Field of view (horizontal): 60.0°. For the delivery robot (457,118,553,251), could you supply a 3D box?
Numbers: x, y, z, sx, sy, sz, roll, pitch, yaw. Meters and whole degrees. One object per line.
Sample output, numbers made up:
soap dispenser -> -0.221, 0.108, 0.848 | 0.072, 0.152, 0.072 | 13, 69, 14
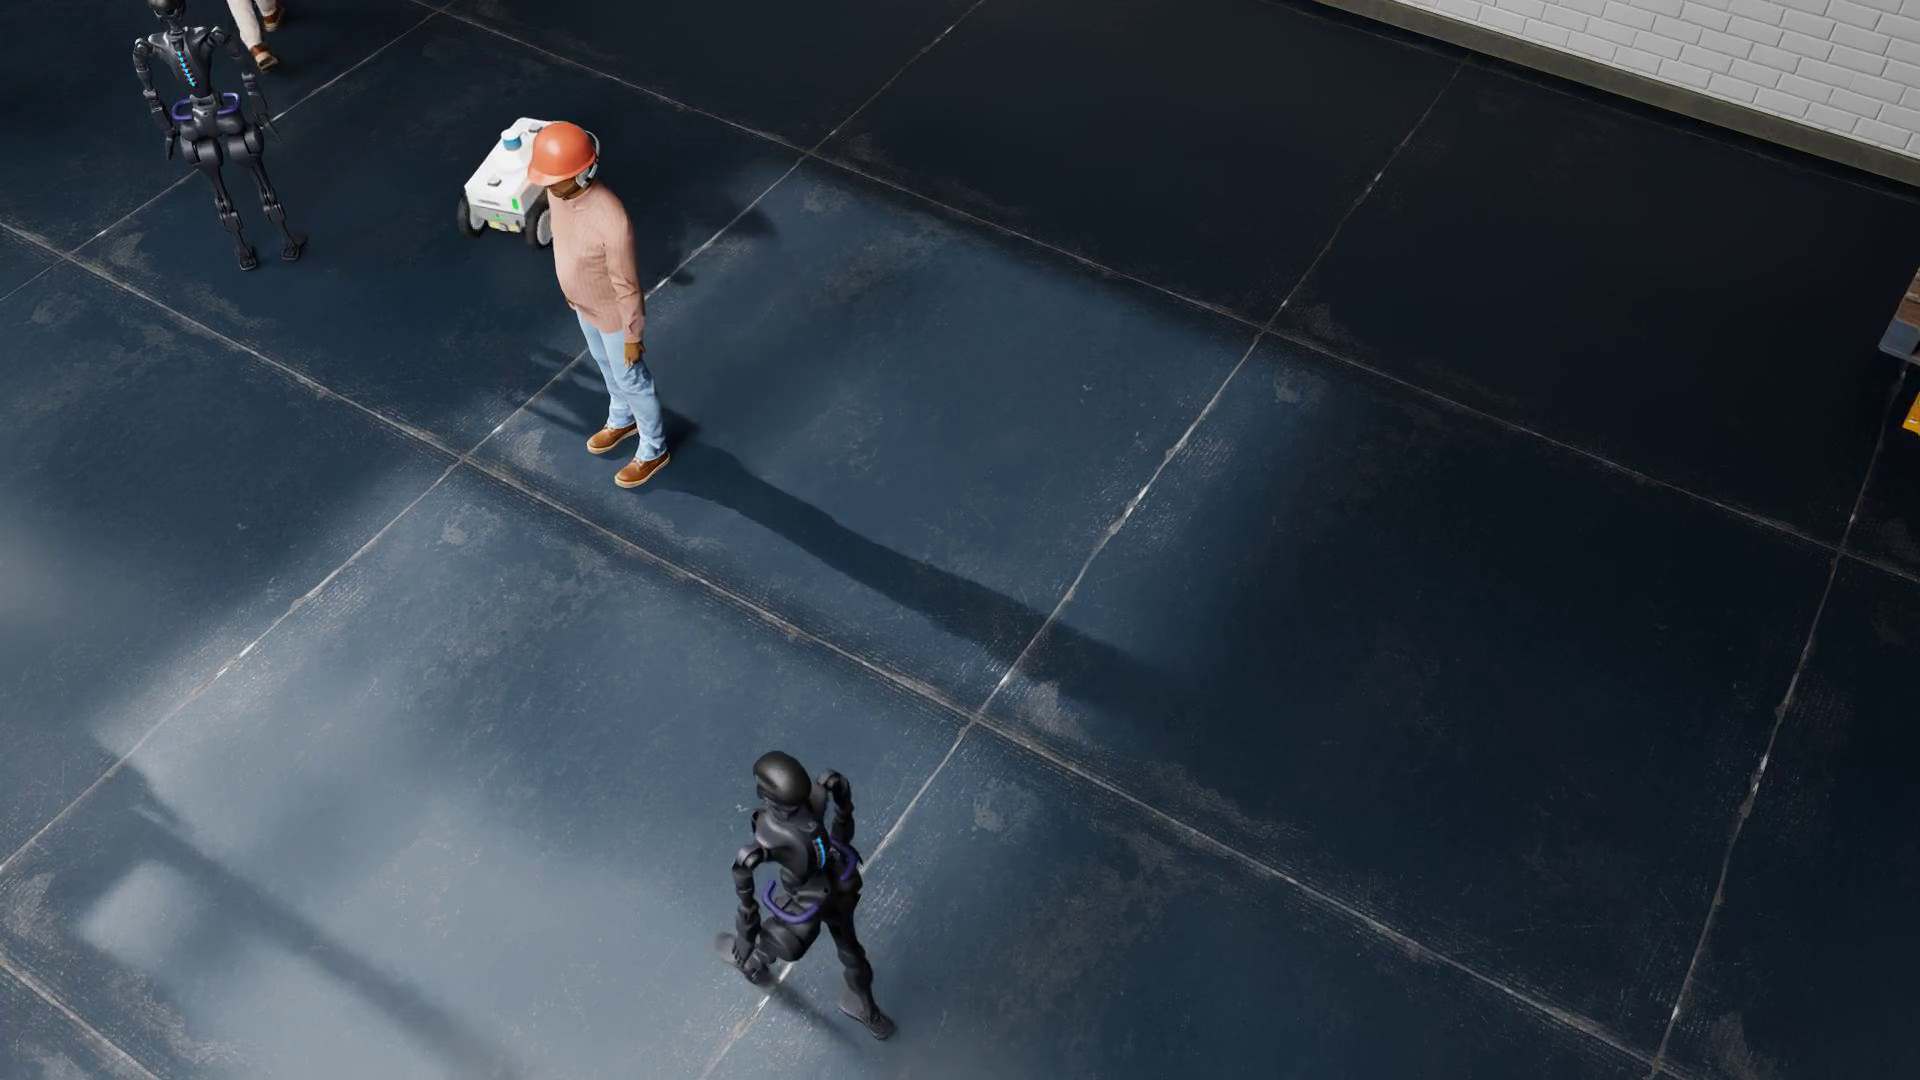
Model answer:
delivery robot -> -2.493, -2.023, 9.407 | 0.499, 0.614, 0.808 | 12, 50, 11

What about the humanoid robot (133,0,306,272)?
humanoid robot -> -3.926, -2.169, 8.767 | 0.599, 1.657, 0.315 | -11, 50, -10

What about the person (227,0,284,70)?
person -> -4.459, -3.837, 10.068 | 0.628, 1.939, 0.943 | -10, 50, -8

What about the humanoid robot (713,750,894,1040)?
humanoid robot -> -0.588, 1.206, 5.846 | 0.765, 1.624, 0.589 | 31, 56, 24

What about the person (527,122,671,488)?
person -> -1.645, -1.072, 7.617 | 0.402, 1.986, 0.610 | -32, 56, -25

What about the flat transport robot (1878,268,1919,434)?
flat transport robot -> 5.441, -0.914, 8.614 | 0.659, 0.231, 1.431 | 28, 55, 23
